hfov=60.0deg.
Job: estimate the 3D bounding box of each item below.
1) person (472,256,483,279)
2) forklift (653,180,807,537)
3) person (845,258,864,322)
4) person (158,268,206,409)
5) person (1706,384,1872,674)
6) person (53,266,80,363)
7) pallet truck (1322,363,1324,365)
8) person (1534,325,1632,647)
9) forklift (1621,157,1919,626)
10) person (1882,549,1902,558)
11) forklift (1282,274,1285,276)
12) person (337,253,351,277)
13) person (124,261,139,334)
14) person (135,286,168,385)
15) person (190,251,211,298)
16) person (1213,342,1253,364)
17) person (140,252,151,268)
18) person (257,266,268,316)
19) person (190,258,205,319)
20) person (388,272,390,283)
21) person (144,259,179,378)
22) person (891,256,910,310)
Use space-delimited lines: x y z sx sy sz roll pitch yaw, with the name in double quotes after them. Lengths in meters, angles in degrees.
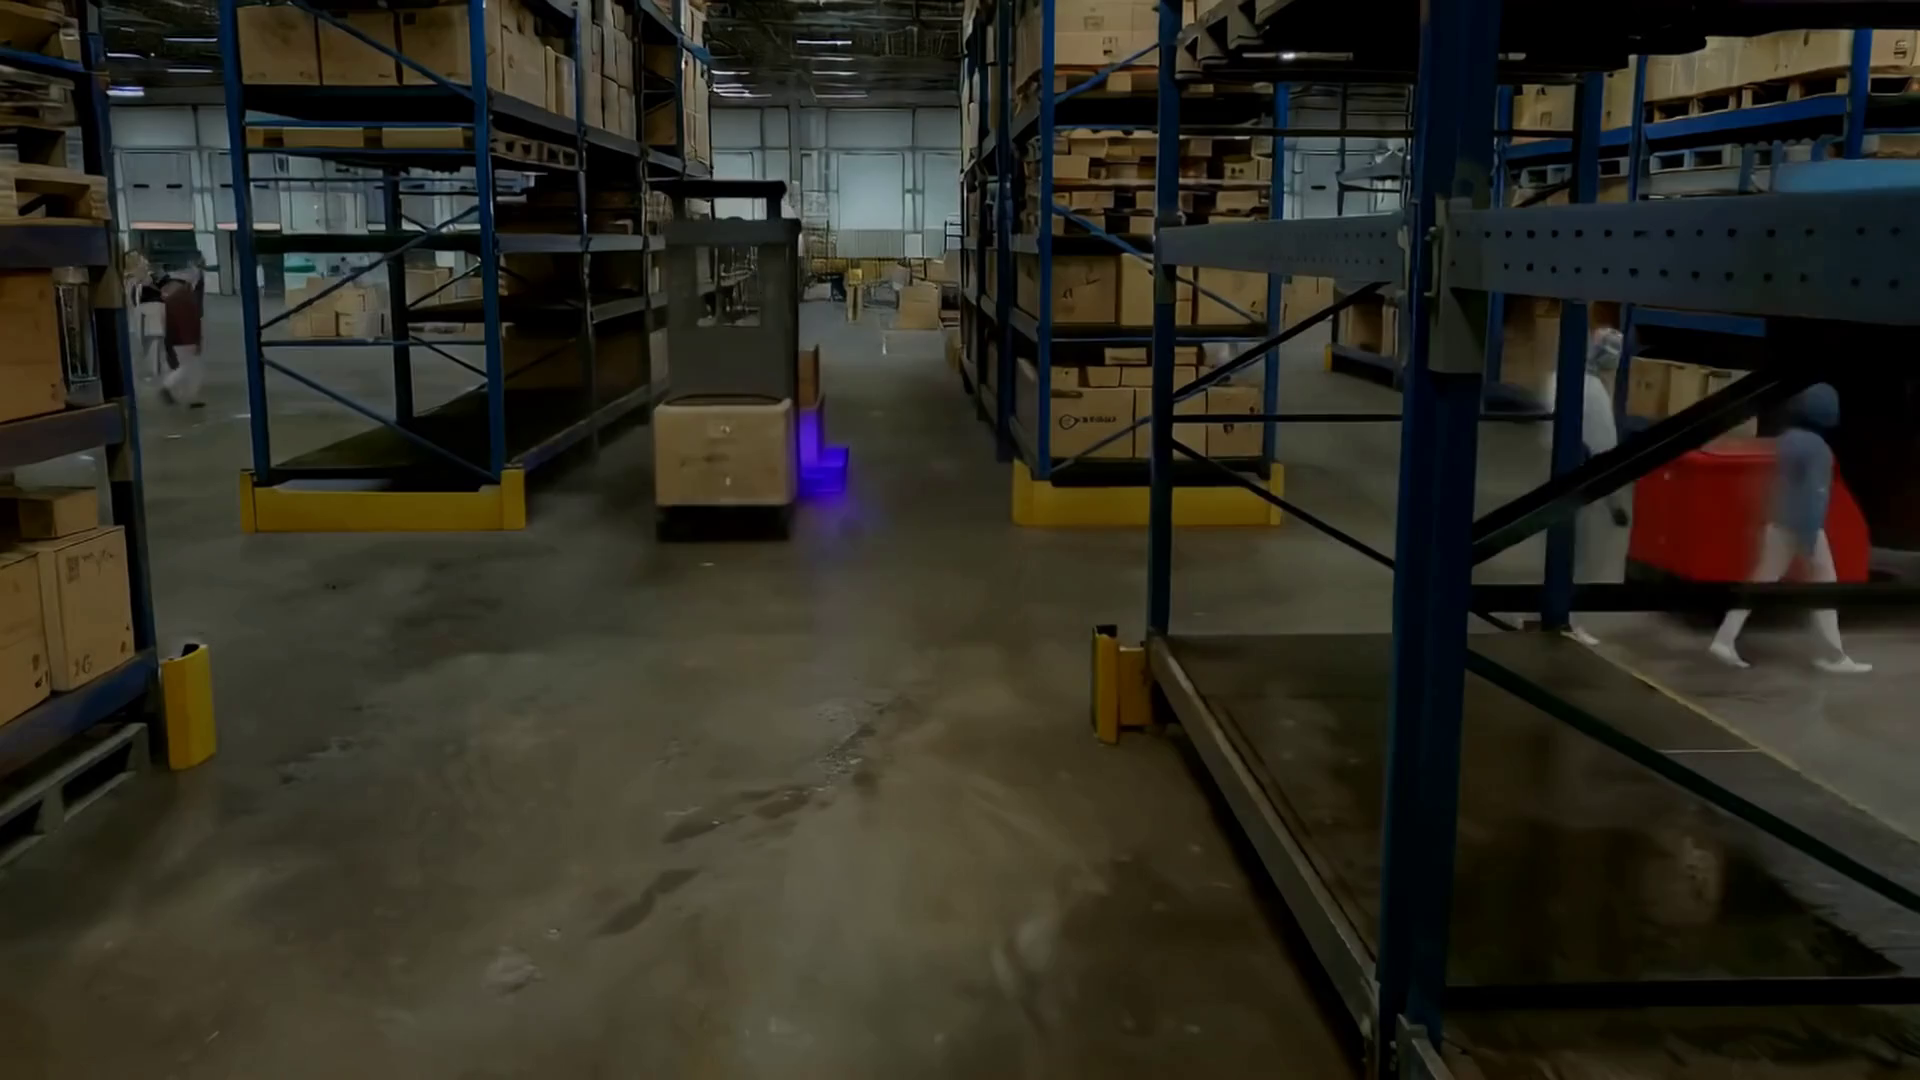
-16.748 -9.016 57.970 0.372 1.940 0.627 -9 14 -42 "person"
-1.878 -1.516 13.564 1.129 2.768 1.873 0 10 -2 "forklift"
-3.088 -7.285 48.520 0.574 1.876 0.355 -4 11 -21 "person"
-10.877 -2.805 23.286 0.666 1.970 0.601 5 11 24 "person"
4.532 -0.063 9.049 0.841 1.592 0.515 0 10 2 "person"
-17.368 -4.395 32.238 0.553 1.933 0.367 -1 10 -4 "person"
7.712 -4.157 30.737 1.885 1.965 0.823 3 11 16 "pallet truck"
3.496 -0.251 9.310 0.560 1.884 0.653 3 11 15 "person"
5.284 -0.924 10.270 1.873 2.768 1.129 -1 10 -3 "forklift"
7.125 -0.701 12.319 0.540 1.697 0.316 3 11 15 "person"
12.151 -10.754 65.029 1.129 2.768 1.873 0 10 -2 "forklift"
-24.237 -10.340 65.444 0.628 1.905 0.611 9 14 41 "person"
-21.063 -6.186 42.480 0.675 1.847 0.519 -7 12 -33 "person"
-13.252 -3.336 27.257 0.664 1.611 0.520 9 14 42 "person"
-31.571 -10.992 68.907 0.801 1.968 0.625 2 10 10 "person"
5.268 -4.228 31.729 0.970 1.793 0.630 -3 11 -16 "person"
-32.584 -10.538 66.484 0.611 1.927 0.624 8 13 38 "person"
-21.861 -7.830 51.671 0.643 1.829 0.488 -5 11 -25 "person"
-23.308 -7.681 50.806 0.351 1.842 0.507 -2 10 -14 "person"
-18.729 -8.398 55.233 0.534 1.692 0.321 -10 14 -43 "person"
-13.825 -3.822 28.751 0.678 2.000 0.536 6 12 32 "person"
-1.733 -7.299 48.491 0.587 1.915 0.423 5 11 24 "person"
